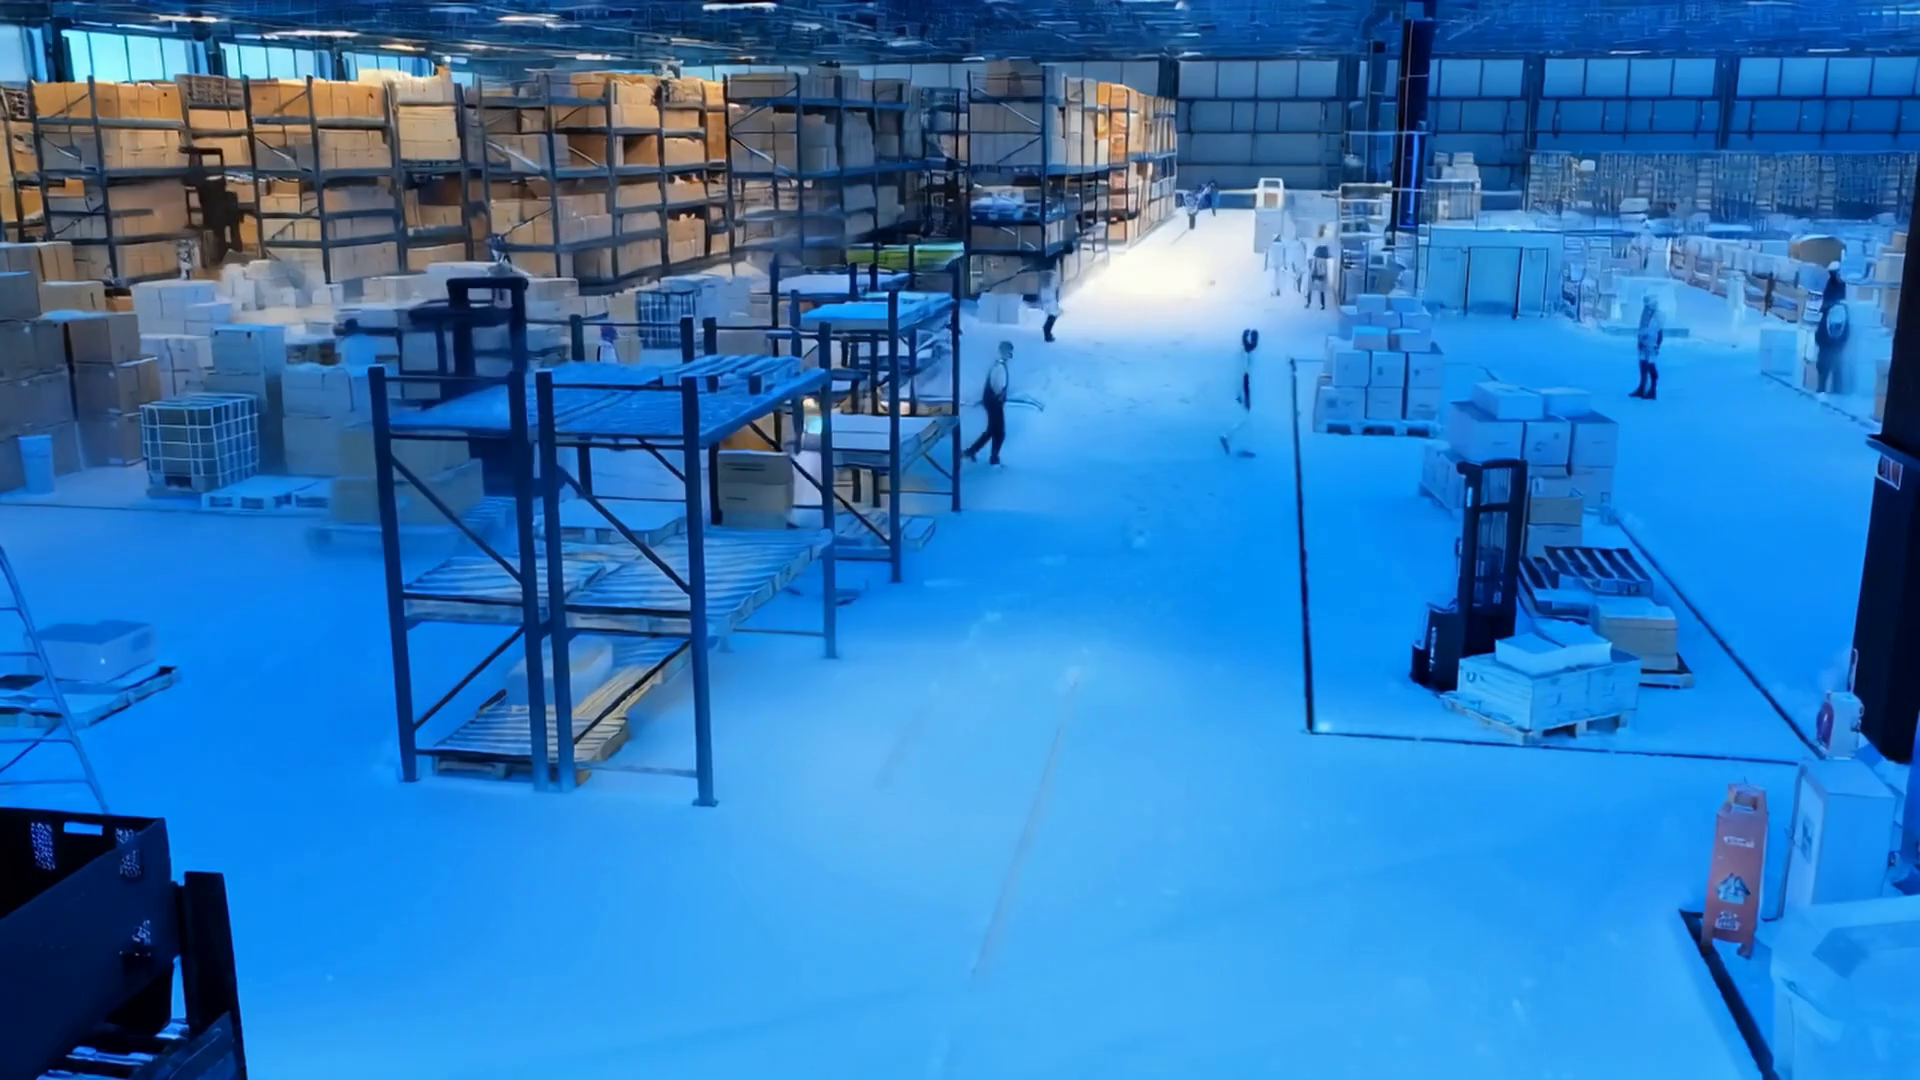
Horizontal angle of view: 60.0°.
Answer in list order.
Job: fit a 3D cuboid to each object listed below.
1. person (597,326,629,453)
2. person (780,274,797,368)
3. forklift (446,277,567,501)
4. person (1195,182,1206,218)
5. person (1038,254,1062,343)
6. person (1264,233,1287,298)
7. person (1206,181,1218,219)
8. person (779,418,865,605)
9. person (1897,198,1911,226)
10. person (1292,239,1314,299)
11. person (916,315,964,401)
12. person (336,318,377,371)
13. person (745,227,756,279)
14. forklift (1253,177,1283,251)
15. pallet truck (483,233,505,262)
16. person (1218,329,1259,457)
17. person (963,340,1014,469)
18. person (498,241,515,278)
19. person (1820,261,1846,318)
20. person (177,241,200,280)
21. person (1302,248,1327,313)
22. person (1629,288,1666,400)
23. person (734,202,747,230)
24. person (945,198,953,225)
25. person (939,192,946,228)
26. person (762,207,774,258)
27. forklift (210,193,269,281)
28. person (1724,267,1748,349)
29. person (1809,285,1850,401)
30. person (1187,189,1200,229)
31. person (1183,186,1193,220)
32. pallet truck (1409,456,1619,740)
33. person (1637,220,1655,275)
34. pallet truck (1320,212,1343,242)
[{"bbox_3d":[-5.089,-2.210,24.229,0.355,1.883,0.574,-6,15,-23],"label":"person"},{"bbox_3d":[-3.338,-4.291,32.732,0.431,1.859,0.505,-1,14,-4],"label":"person"},{"bbox_3d":[-5.832,-1.883,20.850,1.129,2.768,1.873,3,14,10],"label":"forklift"},{"bbox_3d":[12.844,-18.147,88.849,0.638,1.923,0.435,-3,14,-11],"label":"person"},{"bbox_3d":[1.998,-5.308,36.653,0.416,1.953,0.638,-13,19,-42],"label":"person"},{"bbox_3d":[8.873,-7.743,46.851,0.604,1.797,0.787,0,14,0],"label":"person"},{"bbox_3d":[13.465,-18.211,89.074,0.603,1.944,0.920,-3,14,-12],"label":"person"},{"bbox_3d":[-1.438,-0.292,16.505,0.992,1.857,0.576,3,14,13],"label":"person"},{"bbox_3d":[39.937,-13.576,70.484,0.600,1.827,0.404,-7,15,-25],"label":"person"},{"bbox_3d":[9.529,-7.518,46.182,0.595,1.665,0.551,2,14,7],"label":"person"},{"bbox_3d":[-0.375,-3.315,28.713,0.821,1.887,0.602,1,14,5],"label":"person"},{"bbox_3d":[-9.086,-2.375,24.896,0.988,1.882,0.646,6,15,22],"label":"person"},{"bbox_3d":[-6.647,-9.098,52.708,0.507,1.633,0.278,13,19,42],"label":"person"},{"bbox_3d":[12.083,-12.747,64.956,1.129,2.768,1.873,3,14,10],"label":"forklift"},{"bbox_3d":[-11.832,-7.026,43.548,1.885,1.965,0.823,8,16,28],"label":"pallet truck"},{"bbox_3d":[4.027,-2.078,23.753,0.477,1.854,0.553,1,14,5],"label":"person"},{"bbox_3d":[0.420,-1.851,22.965,0.669,1.810,0.581,-2,14,-9],"label":"person"},{"bbox_3d":[-11.452,-6.650,42.271,0.917,1.887,0.590,-6,15,-23],"label":"person"},{"bbox_3d":[17.896,-4.718,34.179,0.388,1.996,0.612,0,14,-2],"label":"person"},{"bbox_3d":[-21.577,-7.555,46.509,0.520,1.598,0.849,-8,16,-29],"label":"person"},{"bbox_3d":[9.218,-6.687,42.878,0.541,1.653,0.847,-6,15,-23],"label":"person"},{"bbox_3d":[12.012,-3.423,29.044,0.375,1.935,0.550,-4,14,-16],"label":"person"},{"bbox_3d":[-8.210,-11.634,62.165,0.608,2.043,0.374,-12,18,-40],"label":"person"},{"bbox_3d":[-0.464,-15.001,76.050,0.372,1.940,0.631,-9,16,-31],"label":"person"},{"bbox_3d":[-0.764,-14.688,74.769,0.347,1.943,0.544,-3,14,-12],"label":"person"},{"bbox_3d":[-6.929,-11.274,61.037,0.605,1.885,0.674,3,14,13],"label":"person"},{"bbox_3d":[-21.429,-8.761,48.772,1.873,2.768,1.129,3,14,10],"label":"forklift"},{"bbox_3d":[16.716,-4.998,35.811,0.547,1.757,0.363,-11,17,-37],"label":"person"},{"bbox_3d":[15.117,-3.432,28.867,0.636,2.000,0.724,9,16,32],"label":"person"},{"bbox_3d":[11.163,-15.841,79.552,0.556,1.902,0.934,3,14,11],"label":"person"},{"bbox_3d":[11.990,-17.768,87.635,0.534,1.767,0.317,3,14,12],"label":"person"},{"bbox_3d":[4.504,0.400,13.395,0.823,1.965,1.885,-6,15,-23],"label":"pallet truck"},{"bbox_3d":[22.361,-9.551,54.294,0.536,1.753,0.478,4,14,15],"label":"person"},{"bbox_3d":[15.874,-13.227,70.310,0.680,1.201,1.601,10,17,35],"label":"pallet truck"}]
